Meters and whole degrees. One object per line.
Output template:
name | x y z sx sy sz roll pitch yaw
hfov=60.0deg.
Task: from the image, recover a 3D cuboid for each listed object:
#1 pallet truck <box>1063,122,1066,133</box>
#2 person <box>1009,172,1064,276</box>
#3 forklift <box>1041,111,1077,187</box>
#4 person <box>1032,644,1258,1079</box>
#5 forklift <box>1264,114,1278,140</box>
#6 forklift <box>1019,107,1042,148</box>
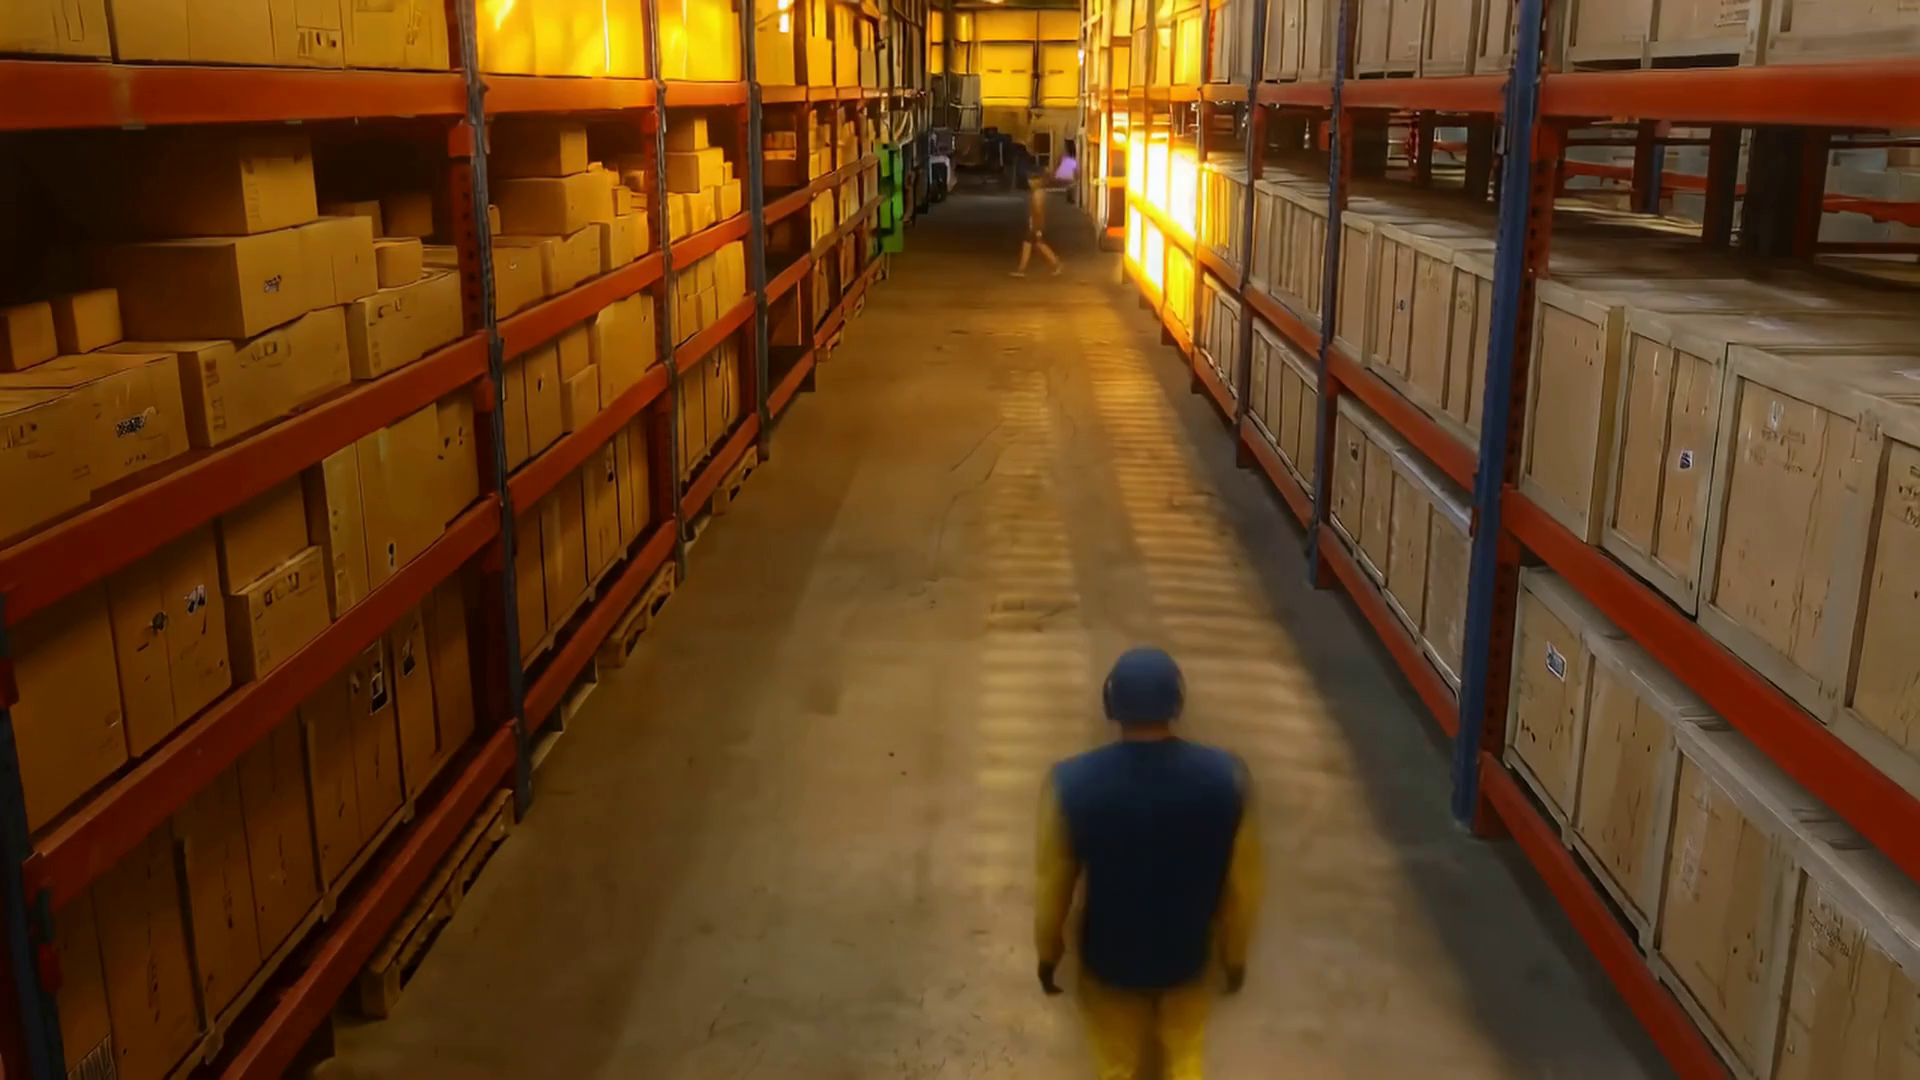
pallet truck | 5.788 -21.111 88.014 1.885 1.965 0.823 5 16 18
person | 1.520 -6.099 32.153 1.039 2.002 0.617 2 15 7
forklift | 3.717 -14.641 62.266 1.873 2.768 1.129 0 15 1
person | 0.543 1.234 5.007 0.664 1.923 0.443 0 15 -1
forklift | 11.049 -14.210 60.664 1.129 2.768 1.873 0 15 2
forklift | 3.531 -19.640 80.864 1.129 2.768 1.873 -8 17 -26
